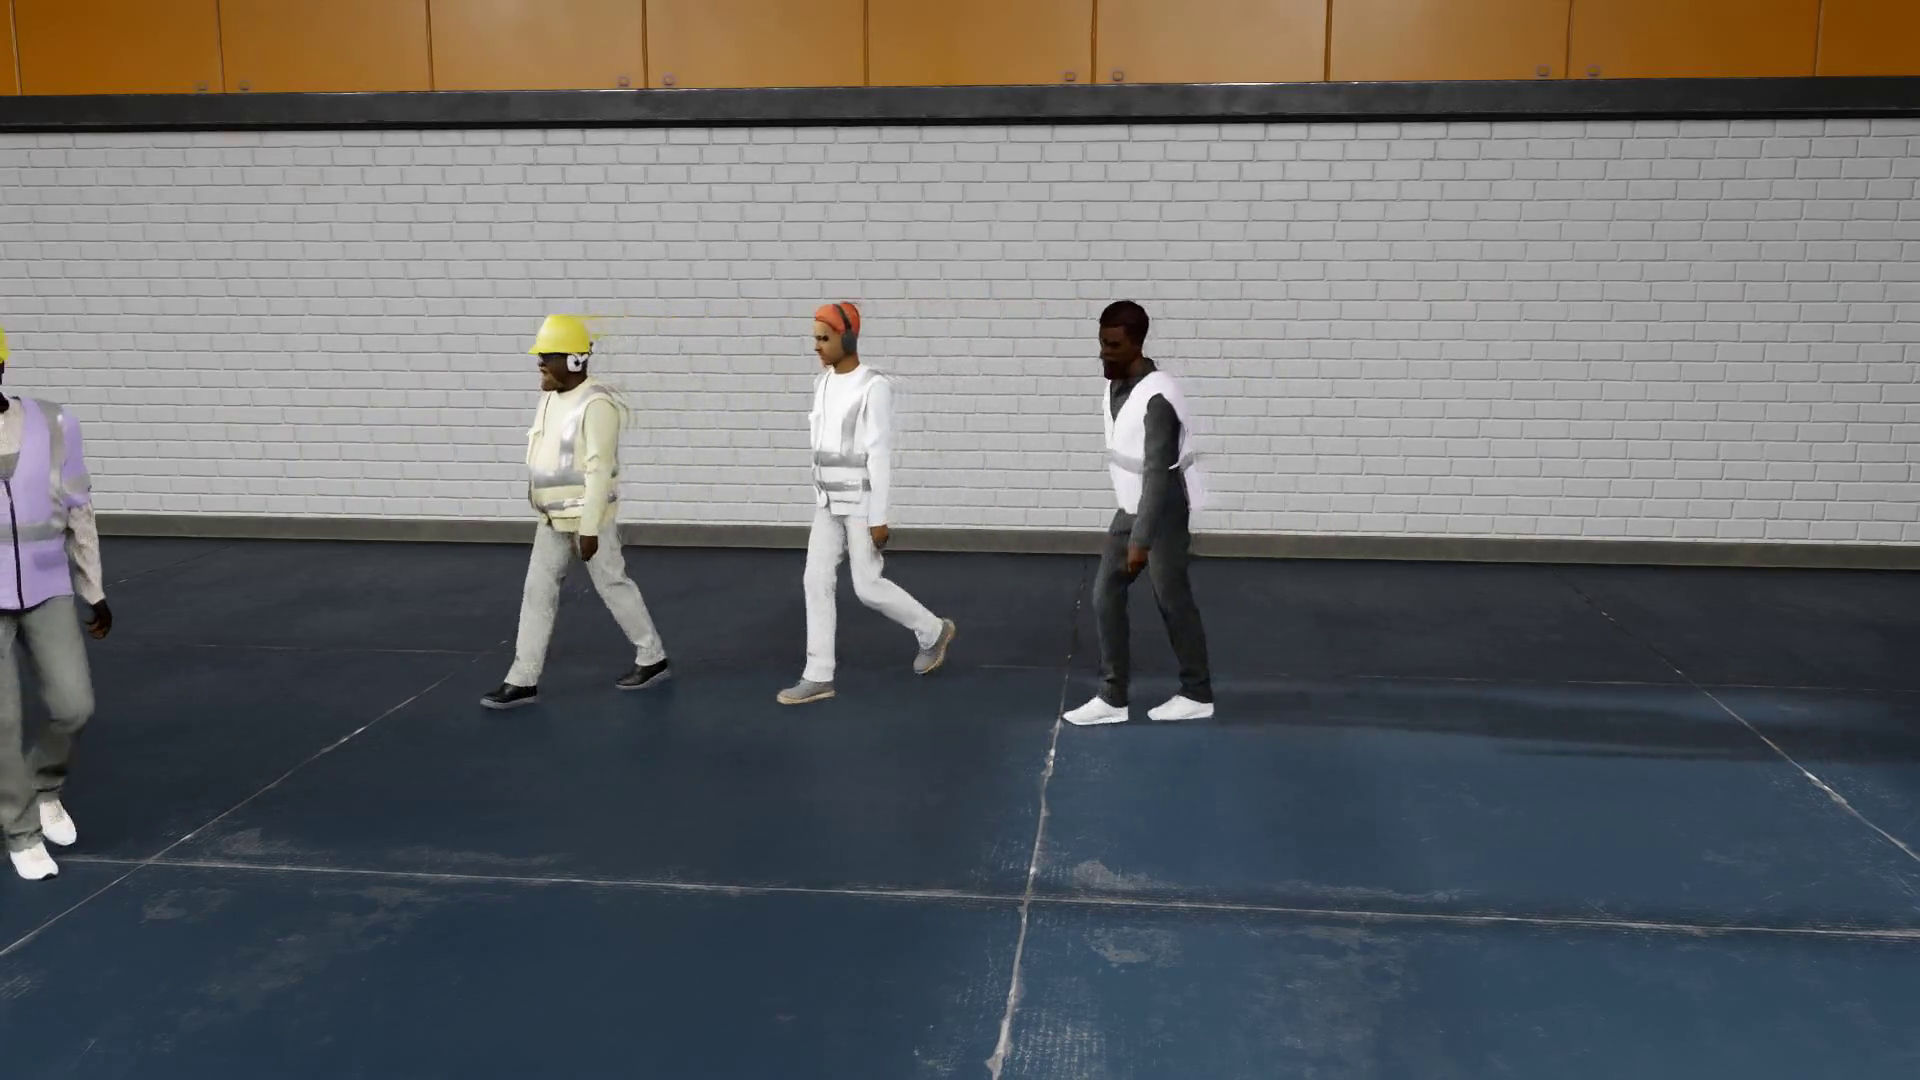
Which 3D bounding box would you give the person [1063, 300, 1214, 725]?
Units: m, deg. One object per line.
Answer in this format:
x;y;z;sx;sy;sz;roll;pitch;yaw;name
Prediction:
0.786;-0.090;7.145;0.828;1.853;0.606;-4;11;-19;person

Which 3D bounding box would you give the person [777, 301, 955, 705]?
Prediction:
-0.436;-0.177;7.695;0.836;1.856;0.583;-7;12;-35;person

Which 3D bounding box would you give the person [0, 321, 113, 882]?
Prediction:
-3.118;0.181;5.454;0.415;1.902;0.611;9;14;43;person

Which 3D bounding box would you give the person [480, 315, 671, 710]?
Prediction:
-1.746;-0.138;7.639;0.921;1.789;0.609;-9;13;-41;person
